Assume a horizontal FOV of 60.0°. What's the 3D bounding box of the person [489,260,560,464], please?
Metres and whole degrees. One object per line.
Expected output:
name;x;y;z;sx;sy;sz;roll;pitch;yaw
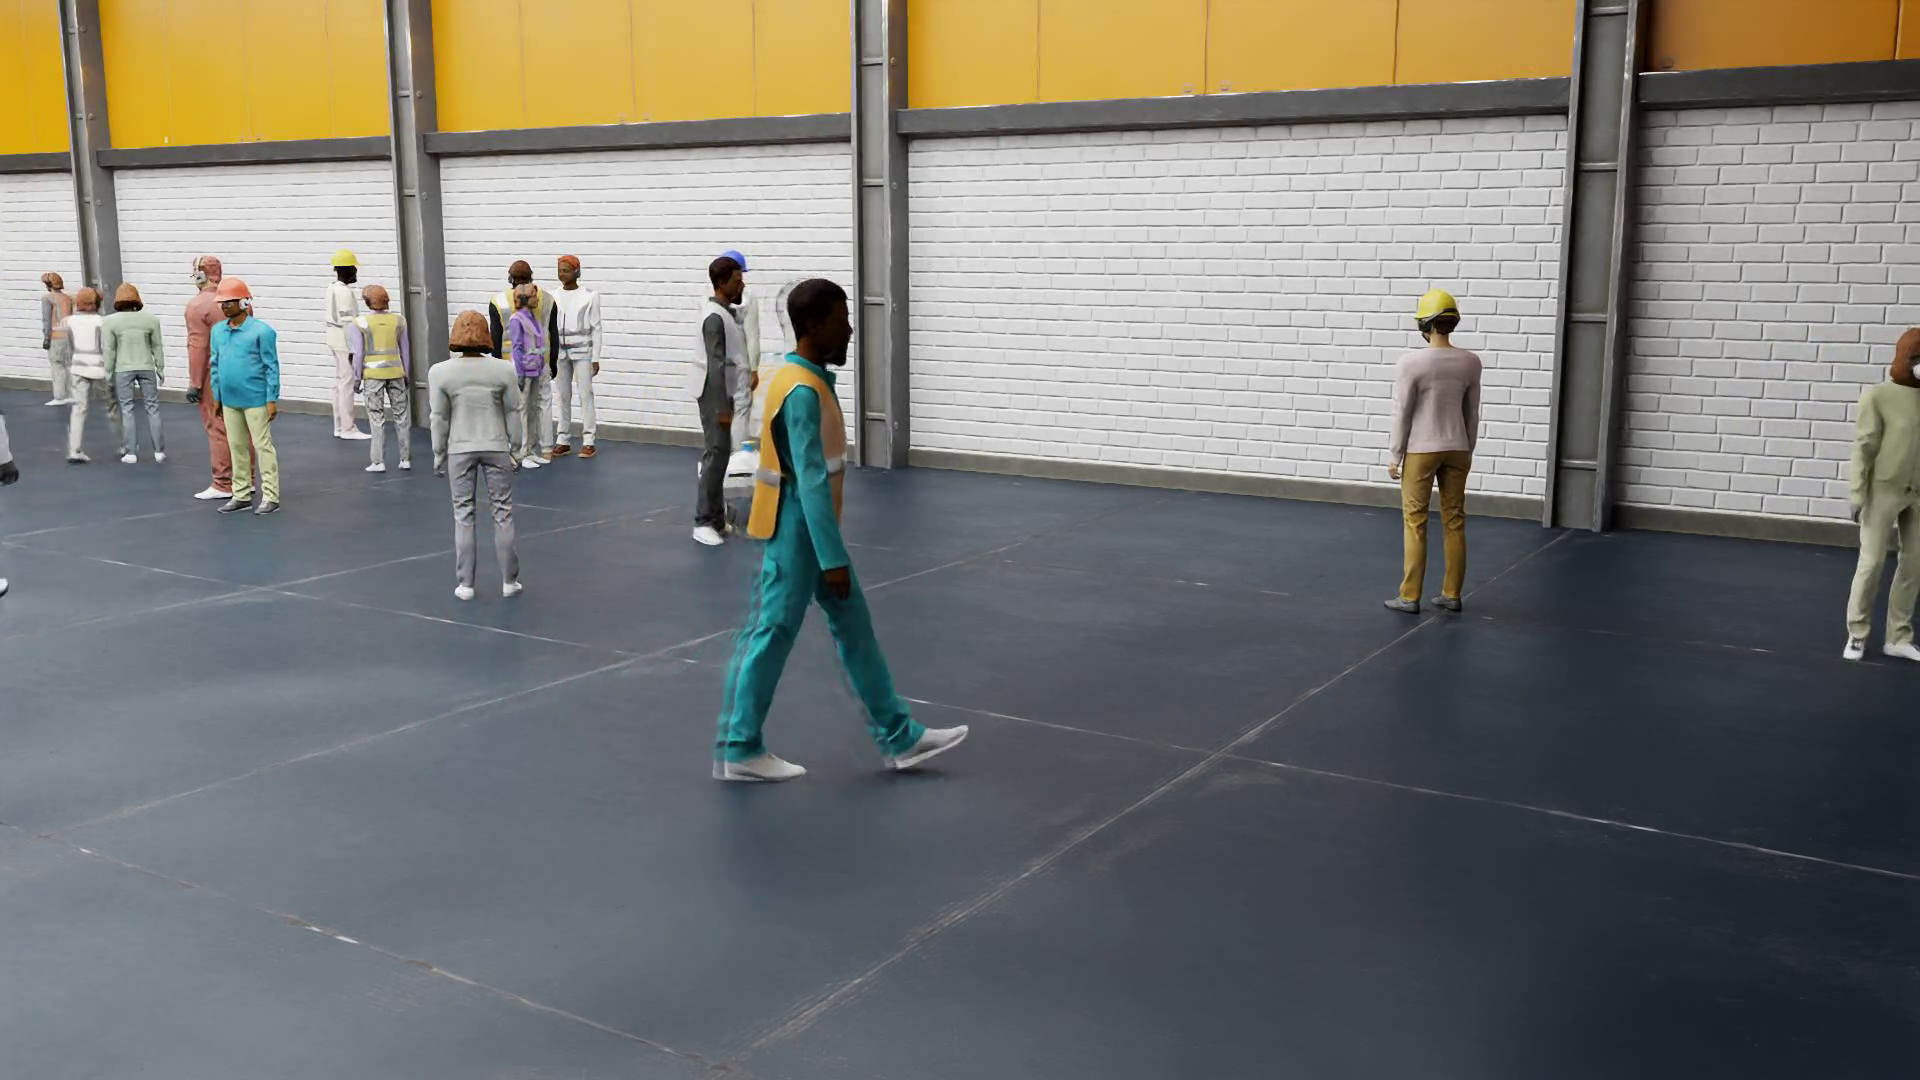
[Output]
person;-3.952;-1.609;15.103;0.626;1.844;0.429;-5;11;-27

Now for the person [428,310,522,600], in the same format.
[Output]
person;-2.723;-0.476;9.396;0.499;1.634;0.279;-3;11;-18

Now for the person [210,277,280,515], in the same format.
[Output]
person;-5.298;-1.057;12.283;0.568;1.750;0.342;3;11;18

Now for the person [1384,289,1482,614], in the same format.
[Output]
person;2.561;-0.473;9.043;0.525;1.760;0.339;-3;11;-16

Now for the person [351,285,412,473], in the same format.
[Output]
person;-5.041;-1.401;14.513;0.515;1.637;0.314;-8;13;-39

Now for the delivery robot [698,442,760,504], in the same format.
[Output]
delivery robot;-1.535;-0.473;12.109;0.707;0.478;0.477;-5;11;-26

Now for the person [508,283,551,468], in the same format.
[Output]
person;-3.869;-1.470;14.876;0.314;1.643;0.515;1;10;6

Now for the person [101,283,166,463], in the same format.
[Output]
person;-7.534;-1.520;15.180;0.507;1.632;0.285;-8;13;-37

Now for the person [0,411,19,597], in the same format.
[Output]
person;-5.255;-0.446;8.608;0.680;1.851;0.985;2;10;9

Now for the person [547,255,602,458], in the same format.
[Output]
person;-3.617;-1.703;15.509;0.573;1.883;0.356;2;11;13

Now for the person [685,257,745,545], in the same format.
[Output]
person;-1.642;-0.941;11.226;0.407;1.913;0.679;-1;10;-7

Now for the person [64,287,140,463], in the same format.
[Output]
person;-7.963;-1.521;15.291;0.516;1.591;0.873;0;10;3

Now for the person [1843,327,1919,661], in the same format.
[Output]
person;4.511;-0.204;7.936;0.540;1.621;0.316;0;10;0

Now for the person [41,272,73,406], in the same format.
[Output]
person;-11.059;-2.466;20.429;0.320;1.630;0.528;1;10;6

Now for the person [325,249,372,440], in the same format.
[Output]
person;-6.235;-1.982;16.922;0.384;1.928;0.590;-6;12;-31

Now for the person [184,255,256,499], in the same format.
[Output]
person;-5.827;-1.269;13.054;0.409;1.903;0.638;3;11;16

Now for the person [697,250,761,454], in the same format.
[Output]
person;-1.929;-1.468;14.057;0.595;1.938;0.413;5;12;28

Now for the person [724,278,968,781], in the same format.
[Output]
person;-0.446;-0.010;6.123;0.972;1.873;0.617;0;10;2
